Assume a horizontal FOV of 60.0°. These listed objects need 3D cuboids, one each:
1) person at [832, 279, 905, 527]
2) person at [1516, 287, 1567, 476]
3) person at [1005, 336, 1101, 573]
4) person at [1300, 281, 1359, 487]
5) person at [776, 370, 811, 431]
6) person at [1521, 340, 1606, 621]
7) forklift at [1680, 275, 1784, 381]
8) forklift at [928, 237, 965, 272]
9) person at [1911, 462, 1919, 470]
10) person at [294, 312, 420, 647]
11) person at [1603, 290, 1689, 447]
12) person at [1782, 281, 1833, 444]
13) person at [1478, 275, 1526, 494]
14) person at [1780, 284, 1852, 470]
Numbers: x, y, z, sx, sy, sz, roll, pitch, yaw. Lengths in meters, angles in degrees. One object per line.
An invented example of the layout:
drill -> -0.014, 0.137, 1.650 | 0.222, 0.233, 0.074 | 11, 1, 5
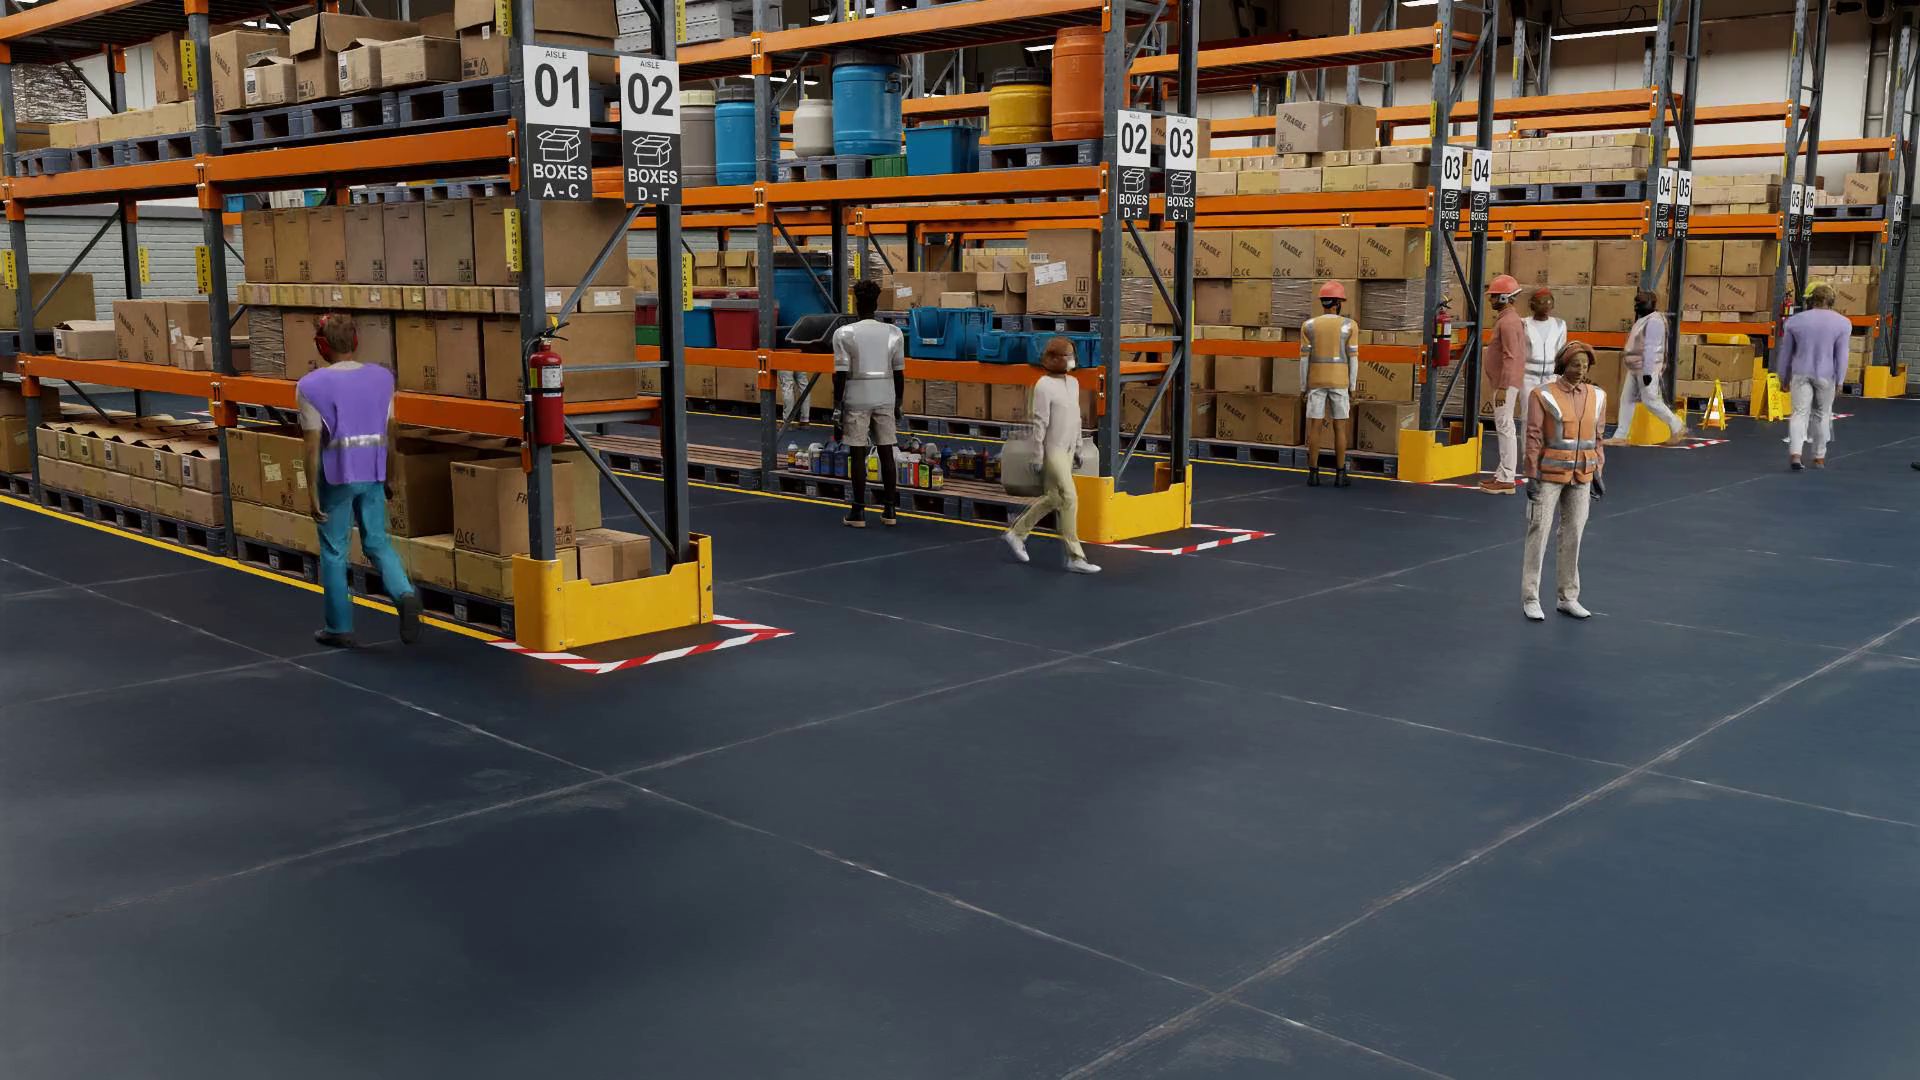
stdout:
person -> -0.733, -1.094, 13.313 | 0.611, 1.964, 0.364 | -4, 10, -22
person -> 5.705, -1.556, 16.435 | 0.583, 1.870, 0.422 | -1, 9, -5
person -> 0.628, -0.603, 11.411 | 0.769, 1.602, 0.507 | 6, 11, 32
person -> 3.499, -1.480, 15.789 | 0.544, 1.933, 0.376 | 4, 10, 21
person -> -2.146, -2.361, 21.178 | 0.630, 1.936, 0.366 | -7, 12, -38
person -> 3.543, -0.352, 9.768 | 0.512, 1.639, 0.312 | -2, 9, -12
forklift -> 12.480, -3.427, 27.053 | 1.214, 2.155, 2.313 | 9, 13, 43
forklift -> -0.326, -5.817, 39.609 | 1.129, 2.768, 1.873 | 9, 13, 43
person -> 10.015, -1.683, 17.020 | 0.551, 1.933, 0.370 | -7, 12, -37
person -> -3.246, -0.310, 8.944 | 0.731, 1.824, 0.580 | 9, 13, 42
person -> 7.942, -1.964, 19.147 | 0.873, 1.814, 0.631 | 1, 9, 8
person -> 9.952, -2.072, 19.534 | 0.786, 1.897, 0.604 | 1, 9, 3
person -> 4.981, -1.431, 15.294 | 0.395, 1.993, 0.614 | 3, 10, 19
person -> 8.733, -1.655, 17.035 | 0.642, 1.918, 0.910 | 6, 11, 32
